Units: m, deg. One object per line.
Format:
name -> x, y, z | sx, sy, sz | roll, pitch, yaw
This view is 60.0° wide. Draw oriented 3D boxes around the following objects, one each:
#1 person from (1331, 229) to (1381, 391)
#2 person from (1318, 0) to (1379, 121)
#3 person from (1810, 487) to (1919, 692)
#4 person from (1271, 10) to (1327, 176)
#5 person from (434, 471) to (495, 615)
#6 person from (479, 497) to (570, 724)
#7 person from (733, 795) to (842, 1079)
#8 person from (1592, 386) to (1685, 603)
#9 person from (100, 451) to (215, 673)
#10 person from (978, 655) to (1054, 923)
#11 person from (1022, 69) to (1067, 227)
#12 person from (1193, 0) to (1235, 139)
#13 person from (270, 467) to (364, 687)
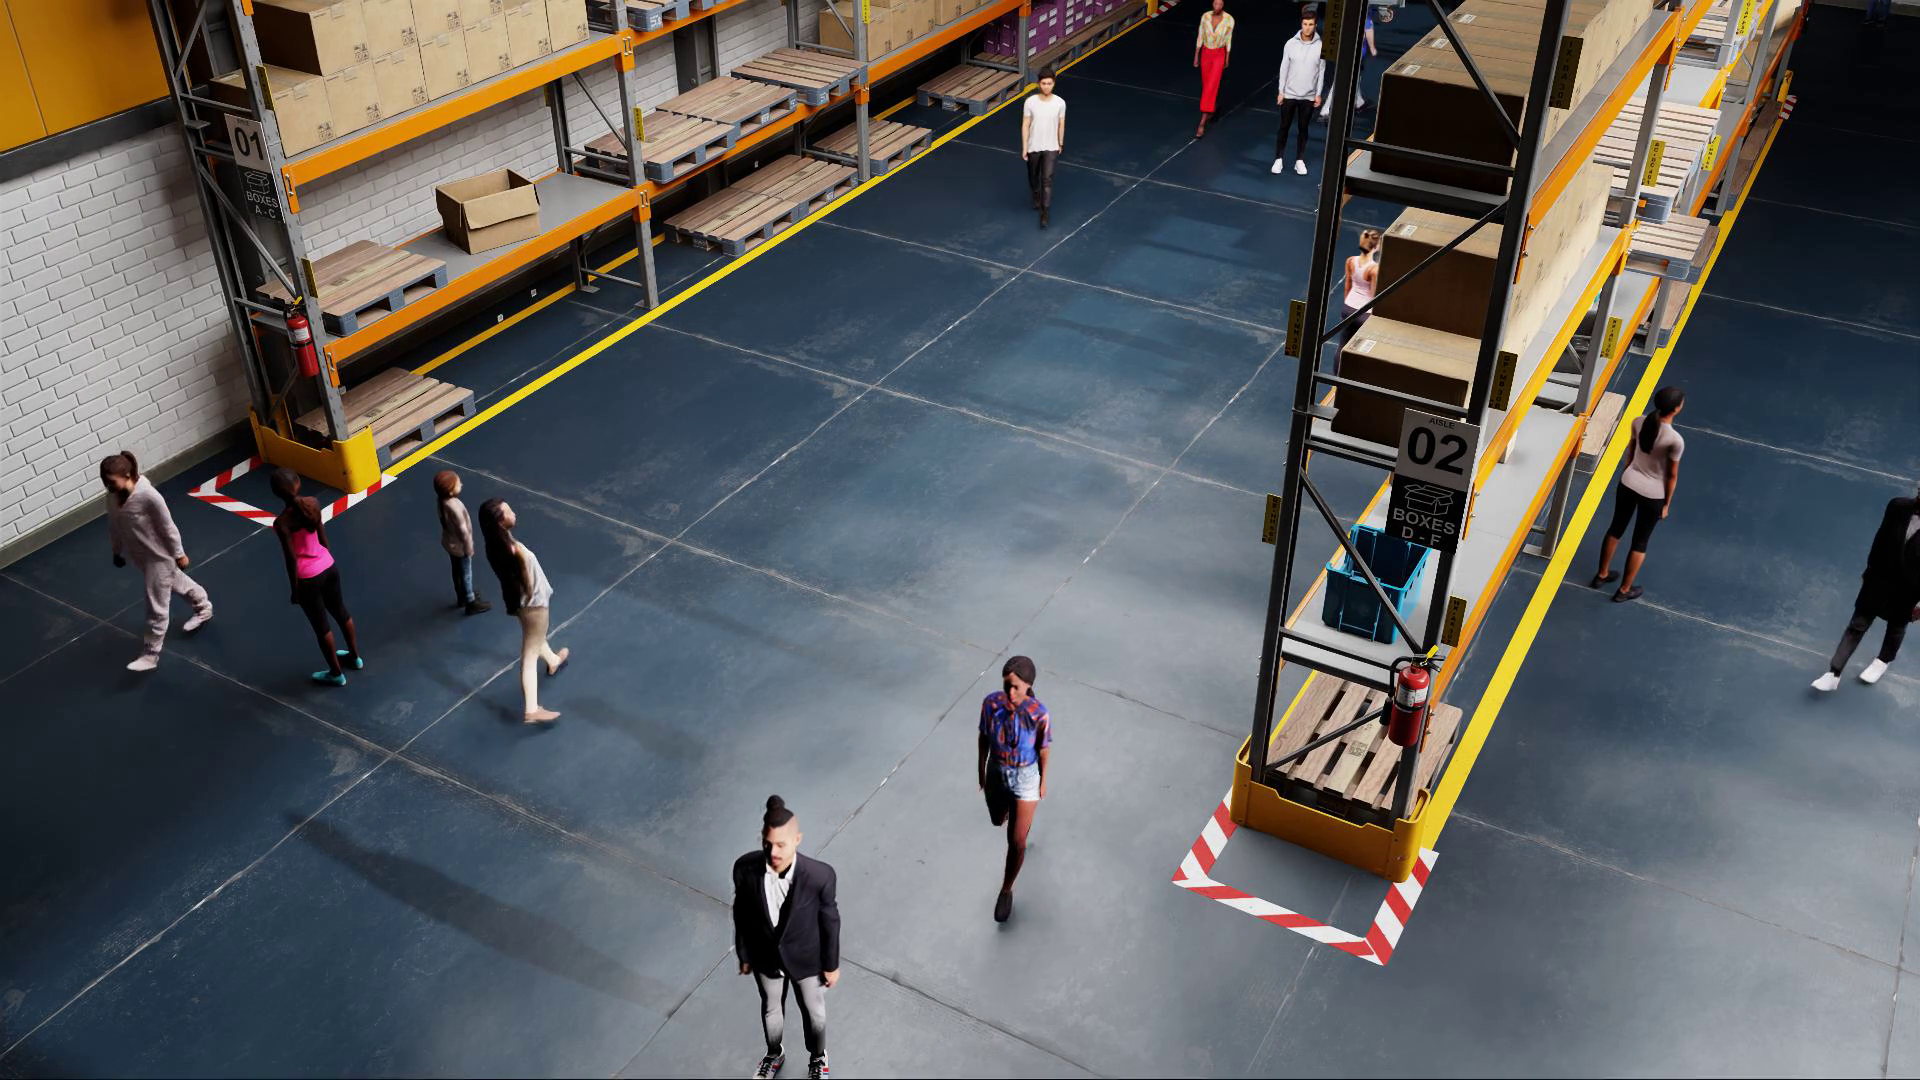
person -> 3.570, -2.025, 14.916 | 0.651, 1.653, 0.633 | -21, 39, -29
person -> 4.903, -6.164, 21.013 | 1.278, 1.797, 1.139 | -13, 36, -19
person -> 6.481, 0.272, 11.390 | 1.135, 1.730, 0.913 | -24, 40, -31
person -> 3.992, -5.272, 19.551 | 0.759, 1.929, 0.732 | 5, 34, 7
person -> -3.713, 0.002, 12.281 | 0.553, 1.194, 0.549 | -24, 40, -31
person -> -2.876, 0.366, 11.338 | 0.859, 1.631, 1.022 | 22, 40, 30
person -> -0.872, 2.065, 8.496 | 0.775, 1.948, 0.727 | 6, 34, 9
person -> 5.041, -0.351, 12.314 | 0.672, 1.744, 0.670 | -21, 39, -28
person -> -5.653, 0.058, 11.805 | 0.714, 1.628, 1.107 | 16, 37, 22
person -> 0.336, 1.364, 9.755 | 0.725, 1.721, 1.096 | 10, 35, 15
person -> 0.910, -4.400, 18.452 | 0.922, 1.695, 1.151 | 2, 34, 3
person -> 3.172, -5.958, 20.762 | 0.744, 1.732, 1.251 | 13, 36, 18
person -> -4.435, 0.244, 11.436 | 0.636, 1.725, 0.505 | 14, 36, 20
